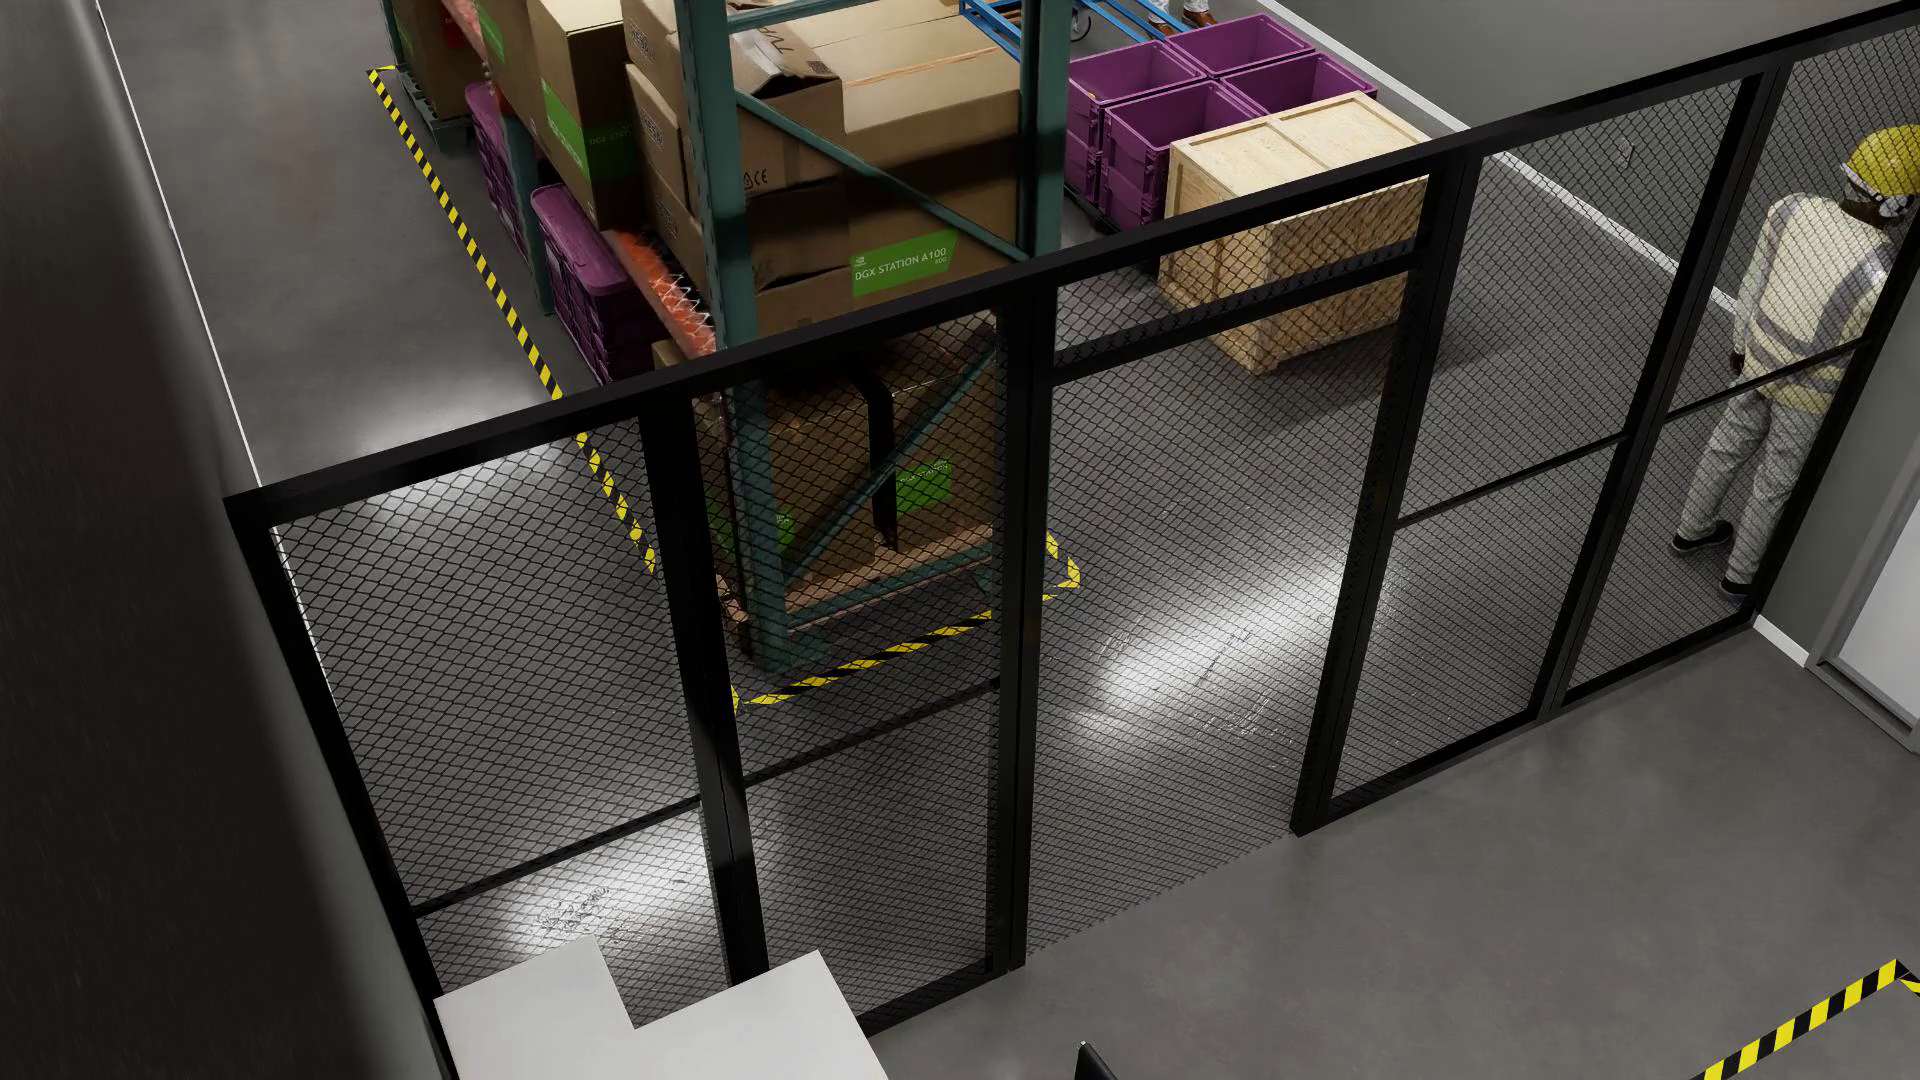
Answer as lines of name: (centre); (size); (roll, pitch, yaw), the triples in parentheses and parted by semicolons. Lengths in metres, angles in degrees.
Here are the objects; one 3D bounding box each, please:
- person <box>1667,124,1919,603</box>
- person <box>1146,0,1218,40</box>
person: (2.864, -0.570, 5.646); (0.404, 1.831, 0.600); (-15, 44, -15)
person: (1.278, -3.622, 8.907); (0.638, 1.938, 0.357); (-22, 47, -22)
